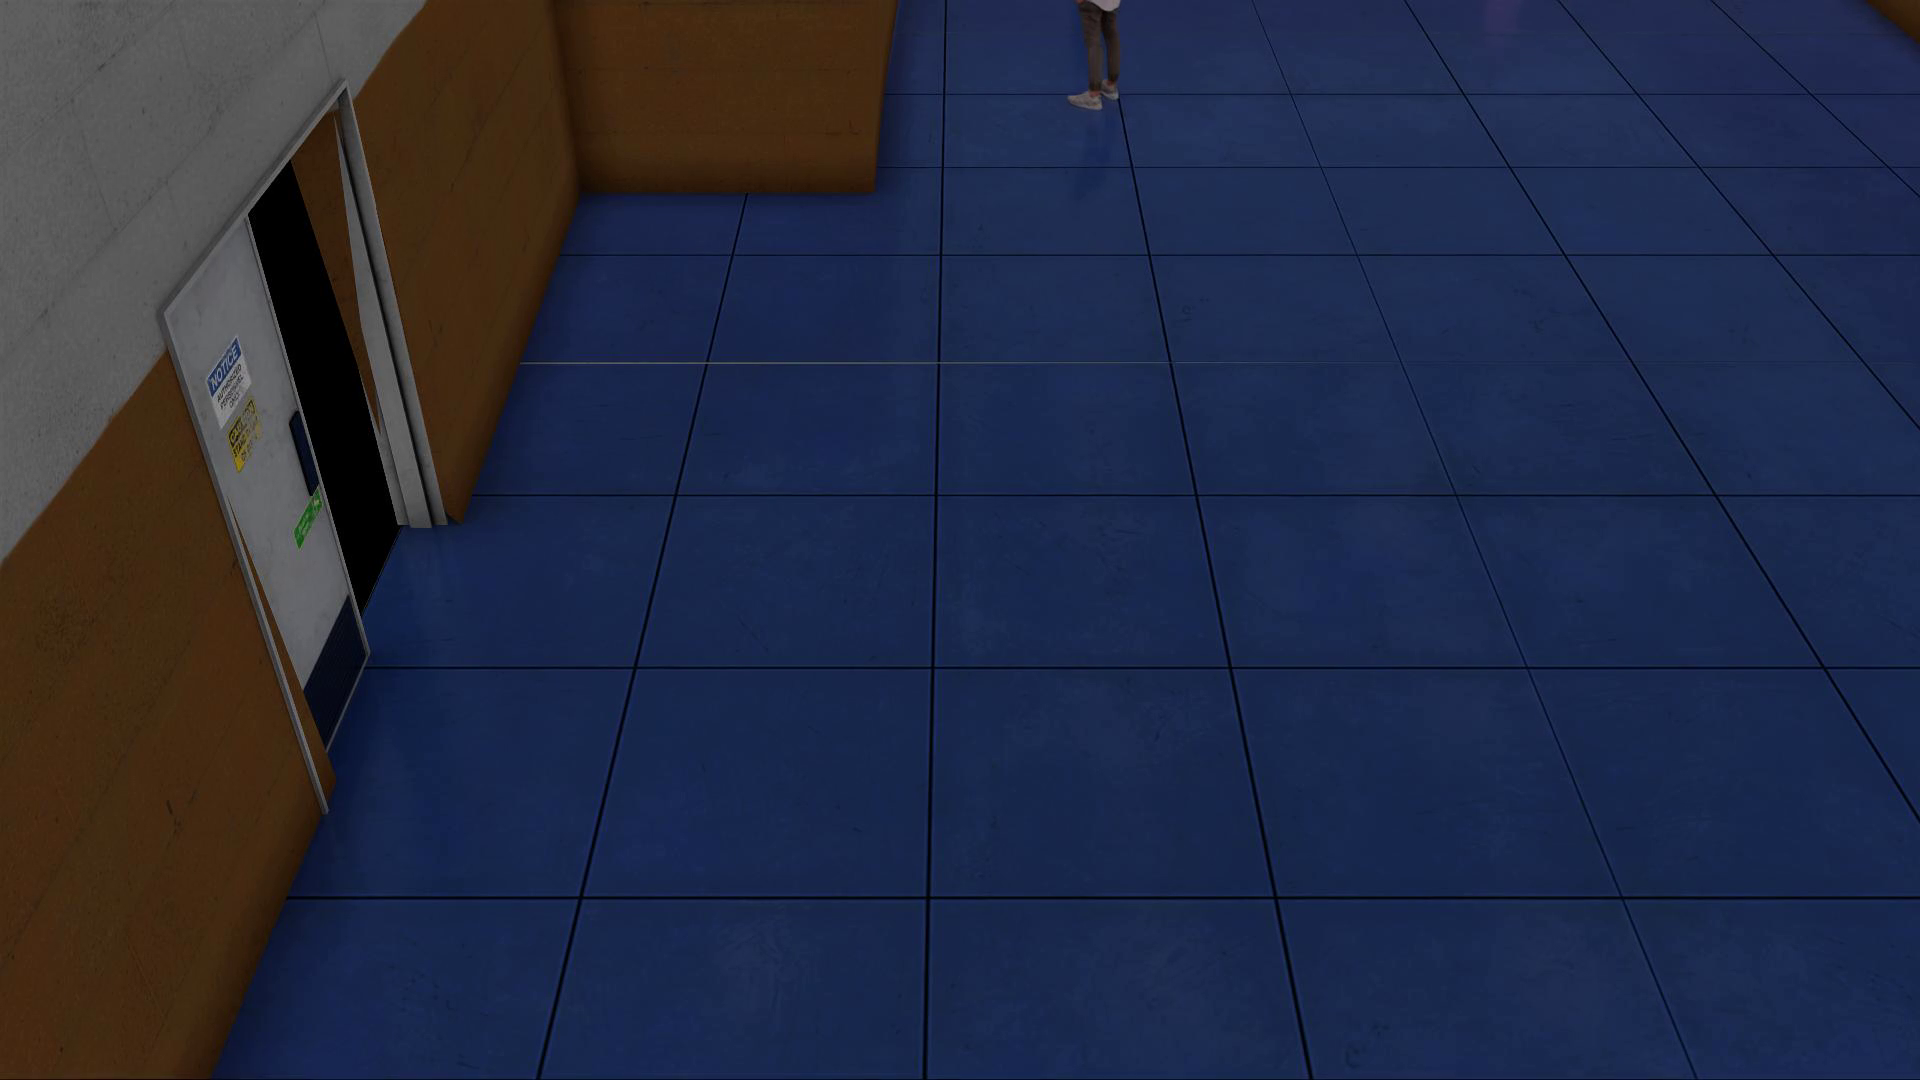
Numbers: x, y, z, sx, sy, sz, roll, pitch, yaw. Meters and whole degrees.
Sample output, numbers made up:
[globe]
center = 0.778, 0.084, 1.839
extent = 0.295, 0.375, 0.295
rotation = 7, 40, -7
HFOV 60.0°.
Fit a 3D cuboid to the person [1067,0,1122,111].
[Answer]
[person]
center = 1.031, -4.076, 12.109
extent = 0.773, 1.839, 0.741
rotation = 26, 44, 31
